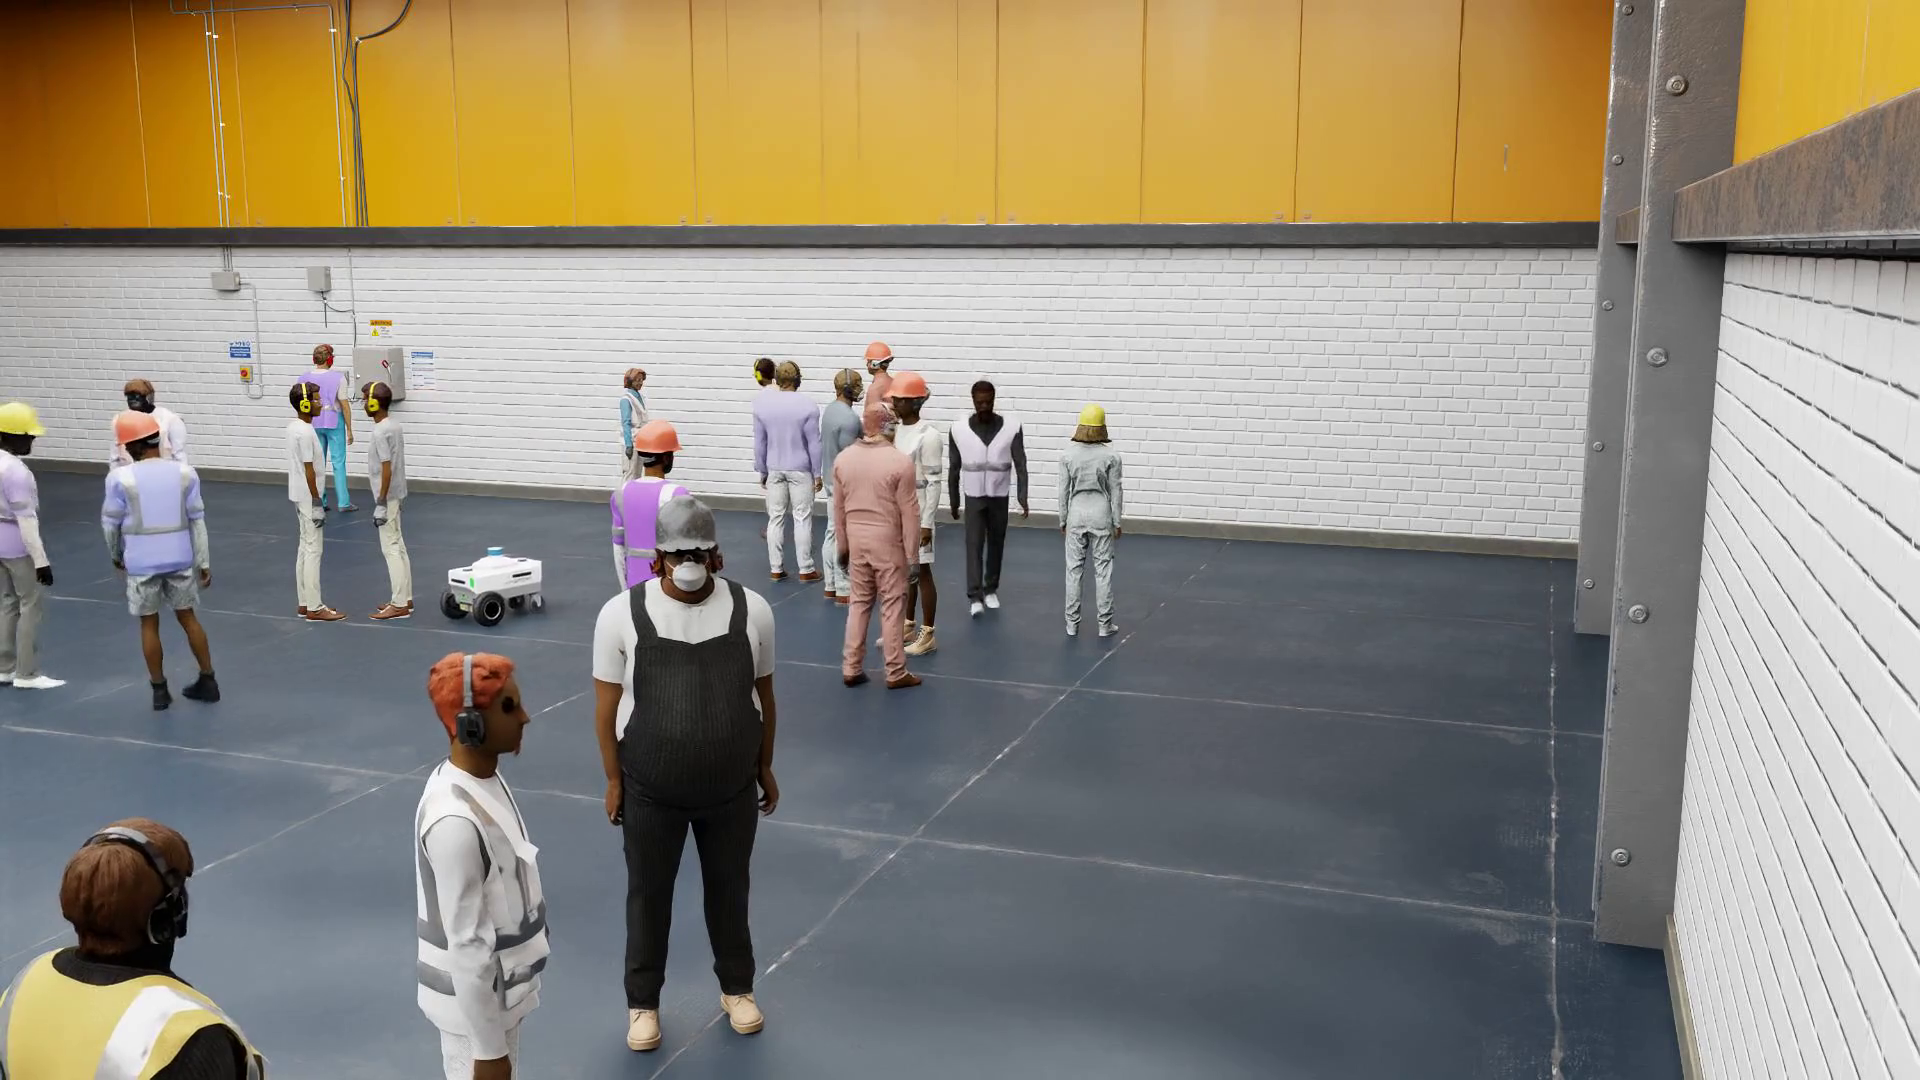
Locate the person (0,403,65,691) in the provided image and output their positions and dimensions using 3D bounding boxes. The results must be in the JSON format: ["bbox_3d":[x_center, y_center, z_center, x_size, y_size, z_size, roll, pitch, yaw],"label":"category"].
[{"bbox_3d":[-6.218,0.062,10.957,0.624,1.910,0.370,8,13,40],"label":"person"}]

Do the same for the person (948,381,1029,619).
[{"bbox_3d":[0.222,-0.315,13.098,0.607,1.864,1.012,-1,10,-5],"label":"person"}]

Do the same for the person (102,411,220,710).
[{"bbox_3d":[-5.093,0.128,10.501,0.573,1.897,0.517,-9,14,-43],"label":"person"}]

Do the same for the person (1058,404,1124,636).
[{"bbox_3d":[0.982,-0.146,12.481,0.493,1.743,0.295,2,10,13],"label":"person"}]

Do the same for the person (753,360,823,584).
[{"bbox_3d":[-1.472,-0.583,14.389,0.627,1.941,0.371,3,11,18],"label":"person"}]

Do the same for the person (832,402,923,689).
[{"bbox_3d":[-0.545,0.054,10.960,0.676,1.914,0.493,6,12,33],"label":"person"}]

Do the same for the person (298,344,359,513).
[{"bbox_3d":[-6.907,-1.204,18.146,0.565,1.846,0.390,1,10,7],"label":"person"}]

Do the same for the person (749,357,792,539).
[{"bbox_3d":[-1.768,-0.871,16.317,0.541,1.839,0.654,-9,14,-43],"label":"person"}]

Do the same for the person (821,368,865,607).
[{"bbox_3d":[-0.940,-0.427,13.513,0.356,1.938,0.633,-4,11,-21],"label":"person"}]

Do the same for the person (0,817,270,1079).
[{"bbox_3d":[-1.556,1.438,3.277,0.633,1.844,0.429,6,12,32],"label":"person"}]

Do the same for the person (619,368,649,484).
[{"bbox_3d":[-3.437,-0.995,17.559,0.311,1.636,0.522,1,10,7],"label":"person"}]

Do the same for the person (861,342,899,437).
[{"bbox_3d":[-0.772,-0.922,16.142,0.380,1.994,0.618,3,10,16],"label":"person"}]

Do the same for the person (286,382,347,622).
[{"bbox_3d":[-5.055,-0.299,12.984,0.329,1.872,0.508,-7,12,-33],"label":"person"}]

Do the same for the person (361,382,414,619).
[{"bbox_3d":[-4.508,-0.309,13.051,0.312,1.865,0.537,-1,10,-6],"label":"person"}]

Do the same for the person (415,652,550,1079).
[{"bbox_3d":[-1.242,1.219,4.400,0.355,1.883,0.576,-2,10,-13],"label":"person"}]

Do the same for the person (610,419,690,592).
[{"bbox_3d":[-1.719,0.277,9.546,0.542,1.939,0.365,5,11,26],"label":"person"}]

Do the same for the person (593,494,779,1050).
[{"bbox_3d":[-0.972,0.842,6.080,0.675,2.000,0.536,-3,11,-19],"label":"person"}]

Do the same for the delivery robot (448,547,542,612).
[{"bbox_3d":[-3.639,0.300,13.052,0.477,0.478,0.707,8,13,37],"label":"delivery robot"}]

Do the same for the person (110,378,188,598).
[{"bbox_3d":[-6.732,-0.426,13.820,0.637,1.835,0.429,1,10,3],"label":"person"}]

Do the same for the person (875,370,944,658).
[{"bbox_3d":[-0.364,-0.187,11.855,0.376,2.047,0.605,-6,12,-31],"label":"person"}]
